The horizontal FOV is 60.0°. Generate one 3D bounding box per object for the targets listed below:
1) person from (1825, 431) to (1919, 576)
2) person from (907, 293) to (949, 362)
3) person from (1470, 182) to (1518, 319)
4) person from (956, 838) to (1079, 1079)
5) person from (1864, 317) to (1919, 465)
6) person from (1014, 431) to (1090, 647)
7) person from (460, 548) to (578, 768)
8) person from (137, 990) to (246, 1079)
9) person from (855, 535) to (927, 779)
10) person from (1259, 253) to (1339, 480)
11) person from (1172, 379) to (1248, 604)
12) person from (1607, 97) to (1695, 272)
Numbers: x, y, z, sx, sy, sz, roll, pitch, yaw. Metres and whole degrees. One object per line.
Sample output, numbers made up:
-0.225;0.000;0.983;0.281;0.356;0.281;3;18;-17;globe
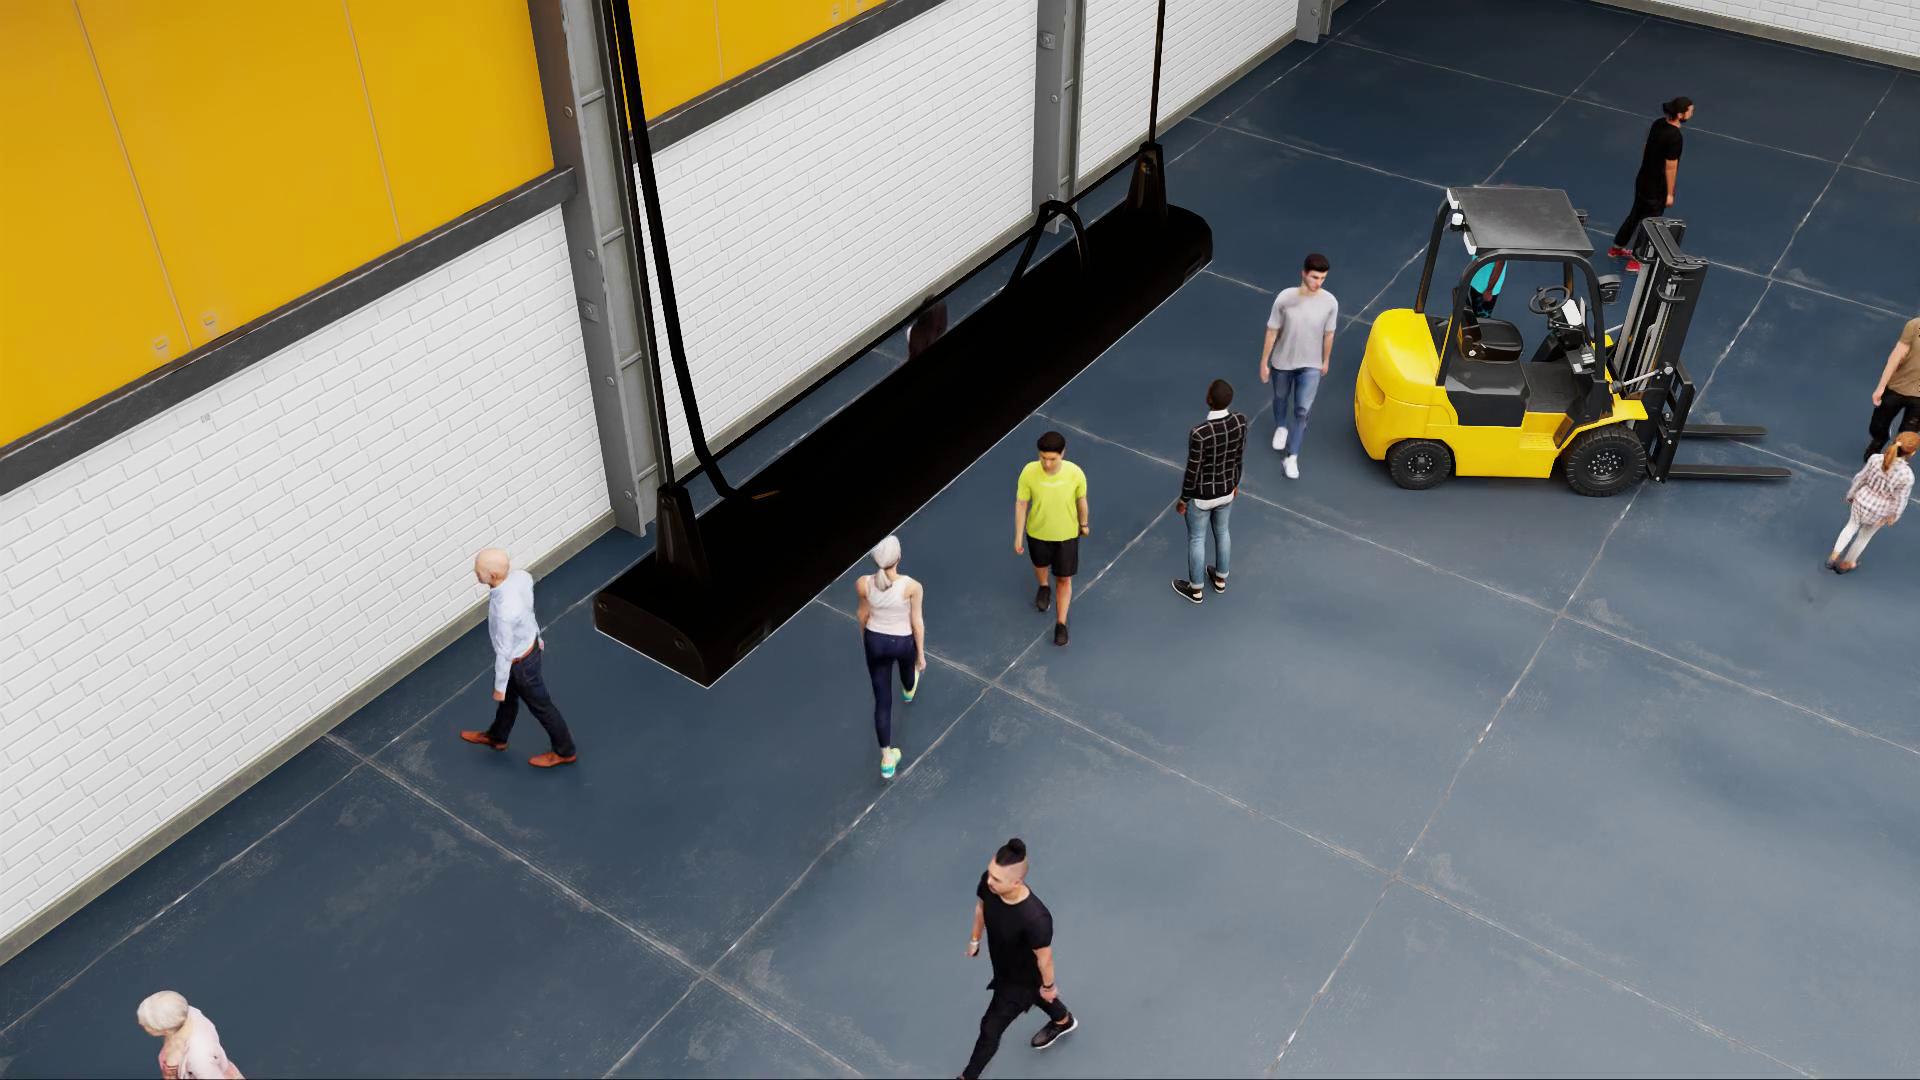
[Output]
6.627;-0.229;12.140;0.728;1.297;0.655;-23;44;-26;person
-0.272;-1.045;12.804;0.749;1.742;1.091;15;41;18;person
4.519;-2.232;14.236;0.757;1.811;0.647;1;39;1;person
0.358;2.177;8.713;1.295;1.814;1.045;-19;42;-22;person
7.392;-1.178;12.890;0.684;1.843;0.958;19;43;23;person
0.649;-0.139;11.726;0.957;1.673;1.113;3;39;4;person
-2.698;0.771;10.511;1.081;1.768;1.057;-3;39;-4;person
-3.627;2.720;8.130;0.656;1.693;0.658;-27;46;-30;person
-0.465;0.771;10.605;1.015;1.649;1.278;4;39;6;person
2.693;-1.497;13.277;0.952;1.858;1.120;7;39;8;person
1.792;-0.347;11.869;0.657;1.819;0.802;-18;42;-22;person
6.524;-3.350;15.685;0.812;1.748;0.736;-7;39;-8;person
